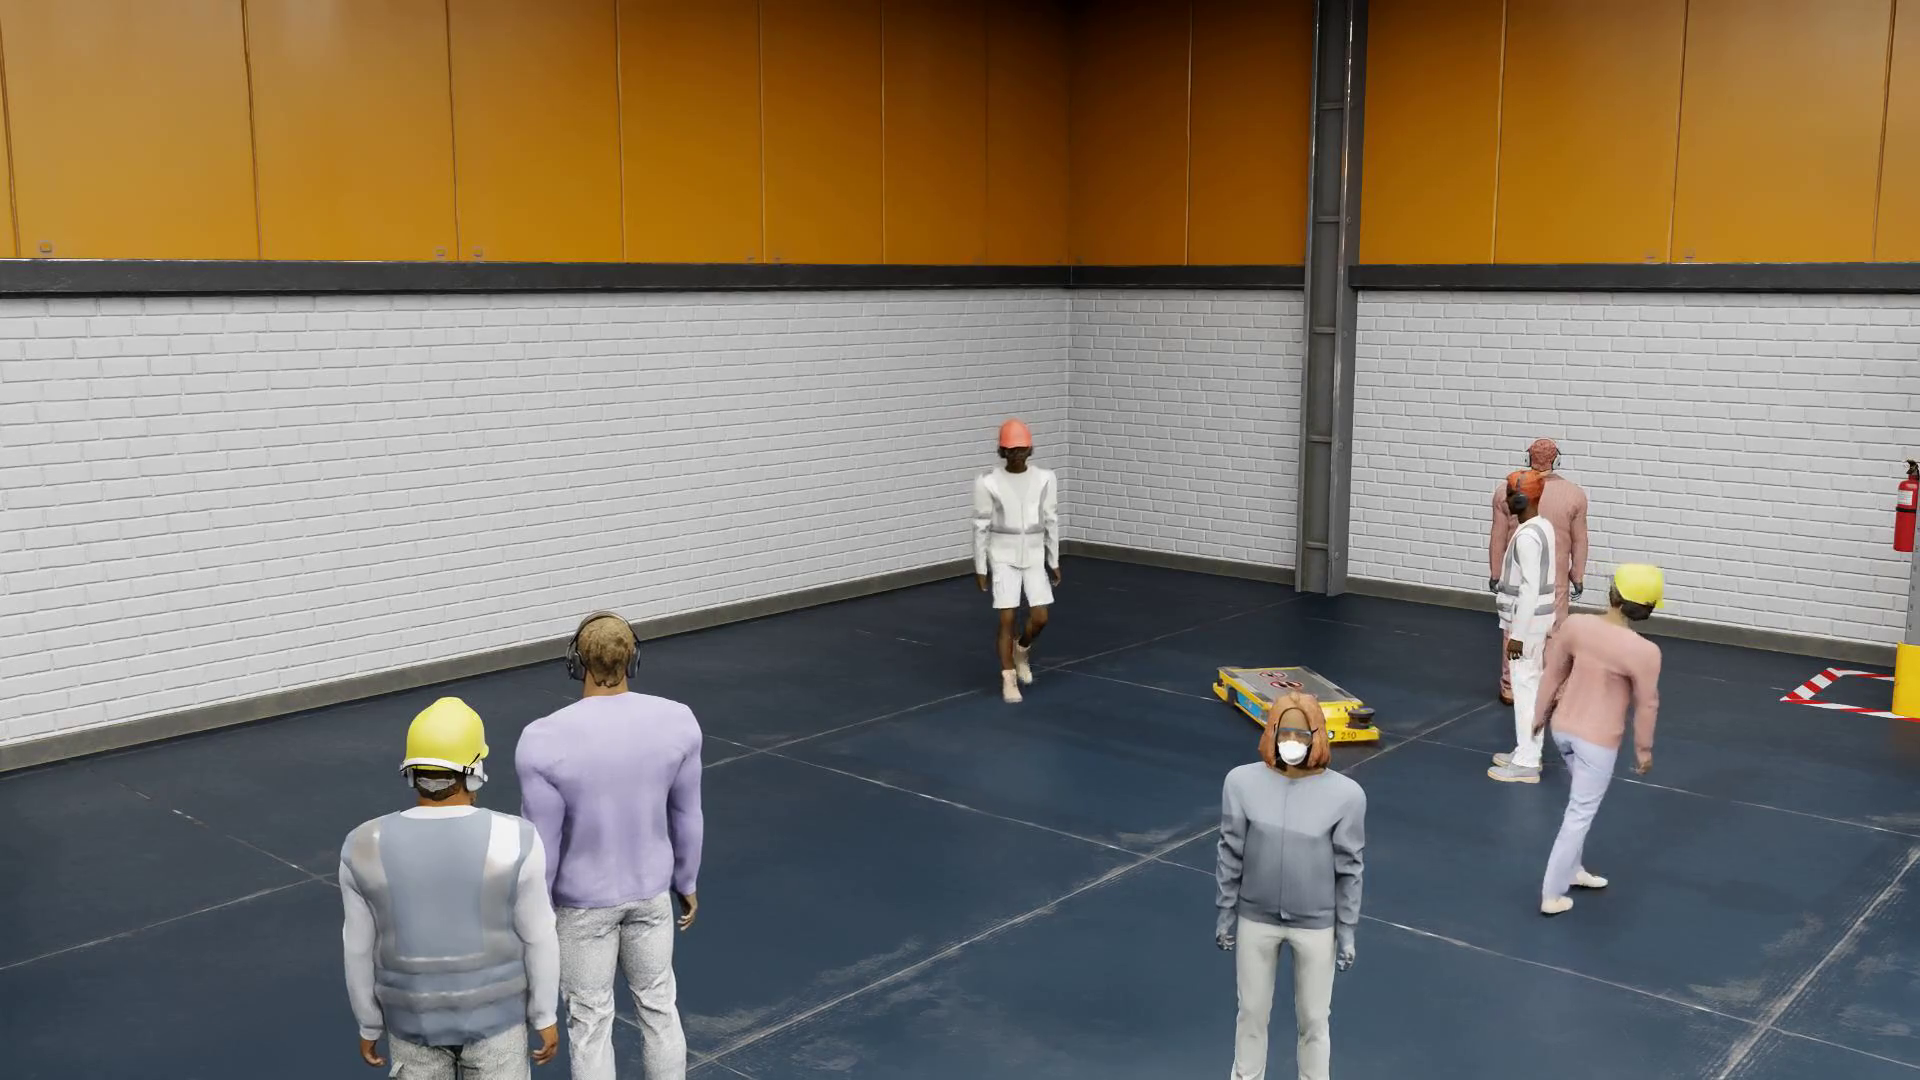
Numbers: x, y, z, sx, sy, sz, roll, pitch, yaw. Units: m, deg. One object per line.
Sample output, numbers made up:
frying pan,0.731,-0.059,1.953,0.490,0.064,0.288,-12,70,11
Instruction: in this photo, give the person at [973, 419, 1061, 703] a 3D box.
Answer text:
person,0.405,0.140,11.879,0.641,2.026,0.484,-2,9,-13

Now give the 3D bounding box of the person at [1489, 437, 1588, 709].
person,4.054,0.231,11.688,0.654,1.906,0.408,3,10,19

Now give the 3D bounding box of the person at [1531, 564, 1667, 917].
person,3.026,0.937,7.871,0.605,1.712,0.599,-4,10,-25

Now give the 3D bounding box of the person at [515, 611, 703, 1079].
person,-1.158,1.191,5.555,0.635,1.938,0.359,-6,11,-32

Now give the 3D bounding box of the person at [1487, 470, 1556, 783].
person,3.392,0.513,9.987,0.339,1.882,0.581,4,10,26

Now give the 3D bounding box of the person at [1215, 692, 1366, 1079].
person,1.122,1.318,5.707,0.499,1.636,0.286,3,9,18

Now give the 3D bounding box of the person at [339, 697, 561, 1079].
person,-1.459,1.358,4.840,0.600,1.832,0.404,-1,9,-5

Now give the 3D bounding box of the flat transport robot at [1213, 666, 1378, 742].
flat transport robot,2.262,1.099,11.355,0.652,0.197,1.431,-2,9,-9
